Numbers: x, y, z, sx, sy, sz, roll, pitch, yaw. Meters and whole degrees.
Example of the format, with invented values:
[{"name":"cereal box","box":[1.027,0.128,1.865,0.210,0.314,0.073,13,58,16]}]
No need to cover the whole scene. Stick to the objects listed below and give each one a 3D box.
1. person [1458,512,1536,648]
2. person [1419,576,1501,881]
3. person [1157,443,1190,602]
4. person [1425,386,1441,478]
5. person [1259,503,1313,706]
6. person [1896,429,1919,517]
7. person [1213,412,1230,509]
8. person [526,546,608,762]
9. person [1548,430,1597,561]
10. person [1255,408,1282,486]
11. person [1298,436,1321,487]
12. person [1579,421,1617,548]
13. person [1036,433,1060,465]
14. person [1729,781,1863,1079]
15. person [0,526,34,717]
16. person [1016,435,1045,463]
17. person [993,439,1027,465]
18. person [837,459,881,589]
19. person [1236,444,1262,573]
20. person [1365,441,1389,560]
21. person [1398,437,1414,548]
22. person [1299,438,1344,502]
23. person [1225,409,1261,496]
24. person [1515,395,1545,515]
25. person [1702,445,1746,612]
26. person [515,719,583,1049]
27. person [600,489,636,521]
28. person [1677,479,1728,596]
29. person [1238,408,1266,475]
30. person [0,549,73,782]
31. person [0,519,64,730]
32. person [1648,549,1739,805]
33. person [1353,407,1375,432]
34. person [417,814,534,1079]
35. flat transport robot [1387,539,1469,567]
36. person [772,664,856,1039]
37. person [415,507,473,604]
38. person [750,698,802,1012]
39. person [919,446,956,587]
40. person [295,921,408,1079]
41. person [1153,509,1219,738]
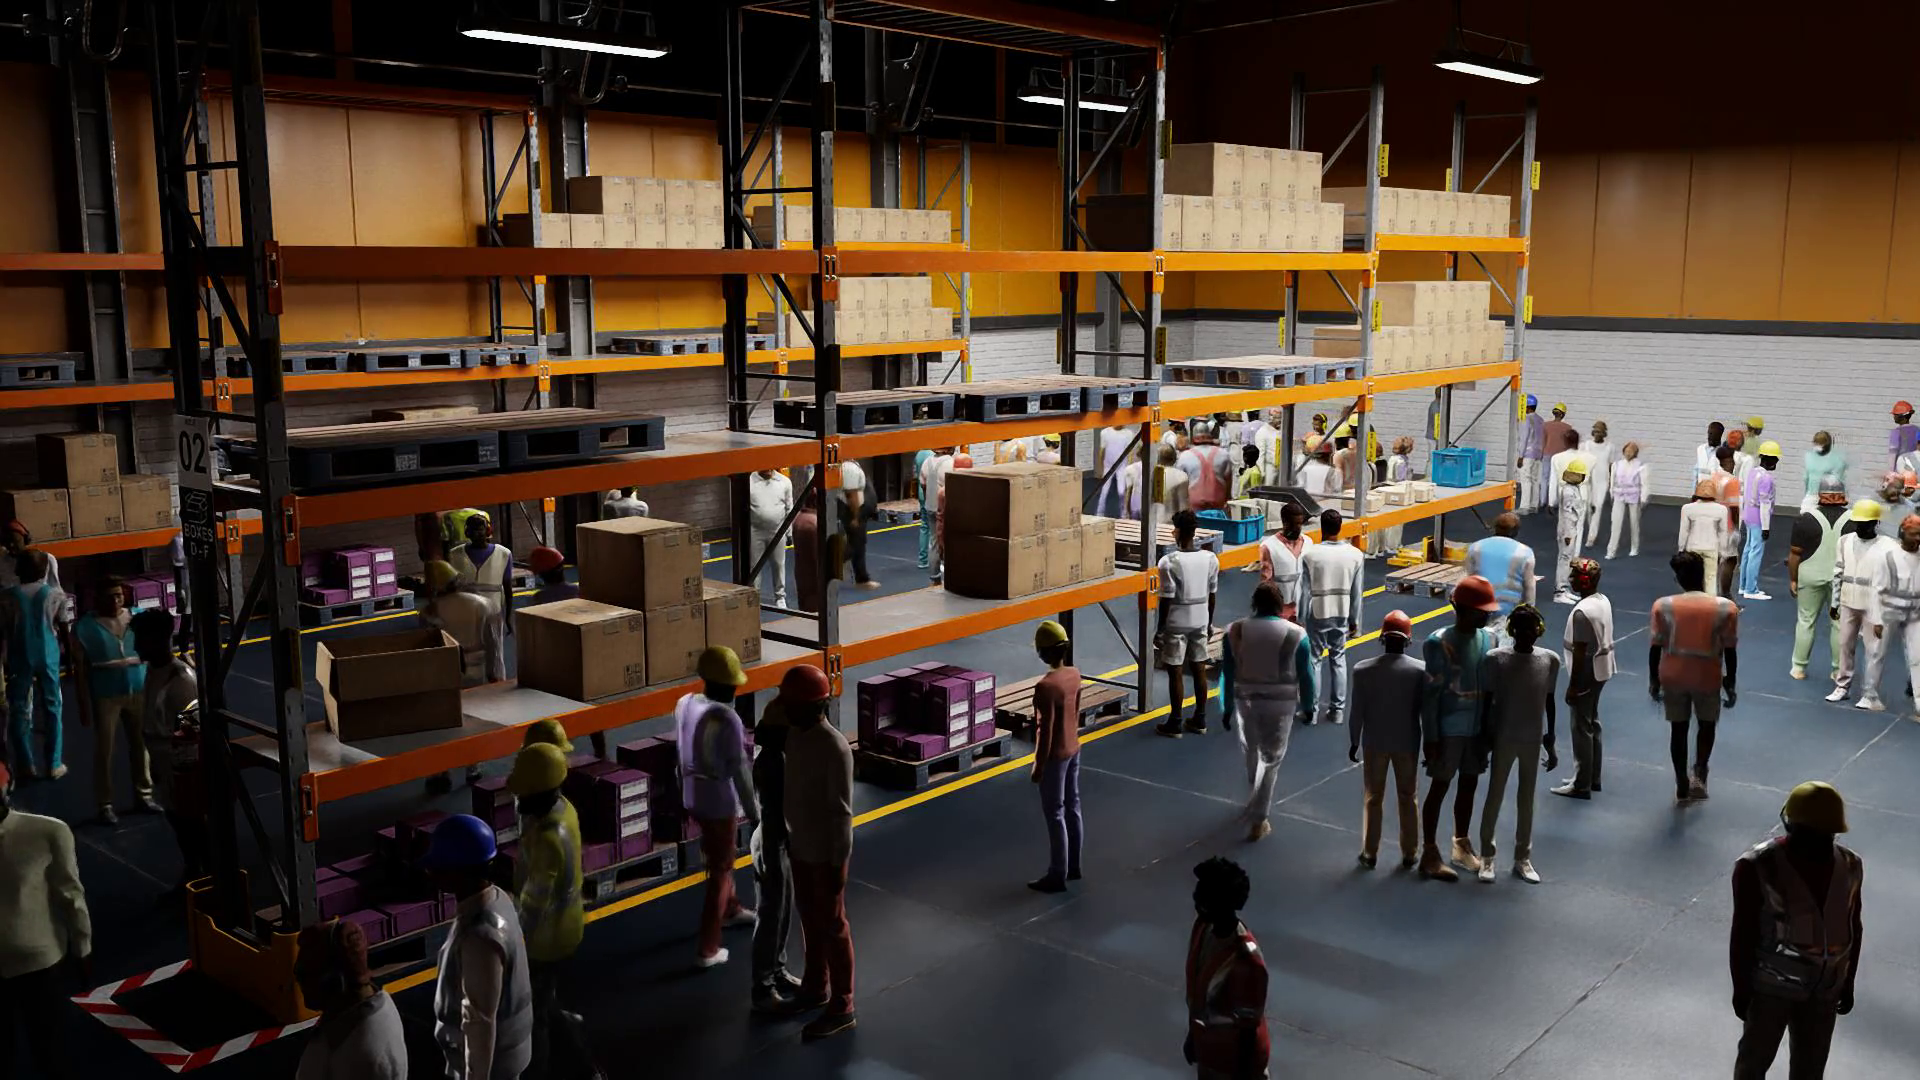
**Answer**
[{"name":"person","box":[4.881,0.650,15.184,0.666,1.794,0.956,8,12,39]},{"name":"person","box":[3.320,1.231,10.960,0.608,2.035,0.409,-5,11,-26]},{"name":"person","box":[2.411,-0.180,19.704,0.649,1.924,0.588,8,13,41]},{"name":"person","box":[8.298,-1.732,28.974,0.371,1.932,0.628,2,10,13]},{"name":"person","box":[2.960,0.596,15.130,0.599,1.909,0.402,-6,11,-32]},{"name":"person","box":[12.363,-0.488,21.468,0.602,1.949,0.391,1,10,6]},{"name":"person","box":[4.244,-1.333,27.268,0.318,1.697,0.534,9,13,43]},{"name":"person","box":[-3.052,0.974,12.934,0.583,1.885,0.486,-3,10,-16]},{"name":"person","box":[8.080,-0.515,21.937,0.623,1.855,0.988,2,10,11]},{"name":"person","box":[4.702,-1.041,24.952,0.654,1.895,0.400,-8,12,-39]},{"name":"person","box":[4.727,-0.548,22.481,0.358,1.735,0.489,-3,10,-15]},{"name":"person","box":[9.156,-0.828,23.937,0.521,1.814,0.875,6,11,32]},{"name":"person","box":[1.256,-0.655,23.014,0.326,1.769,0.524,-6,11,-34]},{"name":"person","box":[3.698,1.939,7.367,0.595,1.823,0.403,-1,10,-5]},{"name":"person","box":[-8.498,0.699,14.740,0.565,1.838,0.389,-1,10,-8]},{"name":"person","box":[0.986,-1.010,24.676,0.585,1.921,0.383,2,10,12]},{"name":"person","box":[0.665,-0.791,23.375,0.584,1.917,0.385,9,13,44]},{"name":"person","box":[-1.384,-0.364,20.457,0.766,2.000,0.692,-2,10,-13]},{"name":"person","box":[3.817,-0.418,21.811,0.319,1.695,0.533,0,10,0]},{"name":"person","box":[5.659,-0.540,22.708,0.513,1.639,0.311,-9,13,-42]},{"name":"person","box":[6.181,-0.638,23.319,0.315,1.632,0.523,1,10,7]},{"name":"person","box":[4.472,-0.314,20.649,0.546,1.890,1.014,8,13,41]},{"name":"person","box":[4.755,-1.678,28.302,0.704,2.000,0.945,-2,10,-14]},{"name":"person","box":[9.159,-1.369,26.784,0.409,1.939,0.601,9,13,44]},{"name":"person","box":[8.925,-0.137,19.490,0.424,1.925,0.675,0,10,0]},{"name":"person","box":[-2.135,1.771,8.629,0.315,1.735,0.481,0,10,-3]},{"name":"person","box":[-3.885,-0.011,18.979,0.431,1.832,0.629,-1,10,-8]},{"name":"person","box":[8.357,0.127,18.737,0.507,1.631,0.266,3,10,18]},{"name":"person","box":[4.574,-1.216,25.938,0.592,1.913,0.400,-7,12,-37]},{"name":"person","box":[-7.254,0.987,13.022,0.568,1.826,0.437,-6,11,-34]},{"name":"person","box":[-8.044,0.745,14.328,0.589,1.877,0.359,-3,10,-19]},{"name":"person","box":[5.483,1.029,12.454,0.649,1.931,0.427,4,10,25]},{"name":"person","box":[6.028,-1.111,25.051,0.379,1.996,0.608,-1,10,-7]},{"name":"person","box":[-1.885,2.018,6.554,0.409,1.943,0.612,-2,10,-14]},{"name":"flat transport robot","box":[6.414,0.183,22.464,0.652,0.197,1.431,9,13,42]},{"name":"person","box":[-0.779,1.620,8.790,0.408,1.986,0.618,-6,11,-32]},{"name":"person","box":[-5.685,0.050,18.404,0.639,1.904,0.402,-4,10,-24]},{"name":"person","box":[-0.975,1.696,9.087,0.320,1.737,0.488,1,10,7]},{"name":"person","box":[-0.142,-0.367,20.476,0.536,2.000,0.677,-8,13,-41]},{"name":"person","box":[-2.053,2.193,5.599,0.407,1.904,0.654,-4,10,-22]},{"name":"person","box":[1.923,0.714,14.245,0.616,1.963,0.361,-5,11,-29]}]
